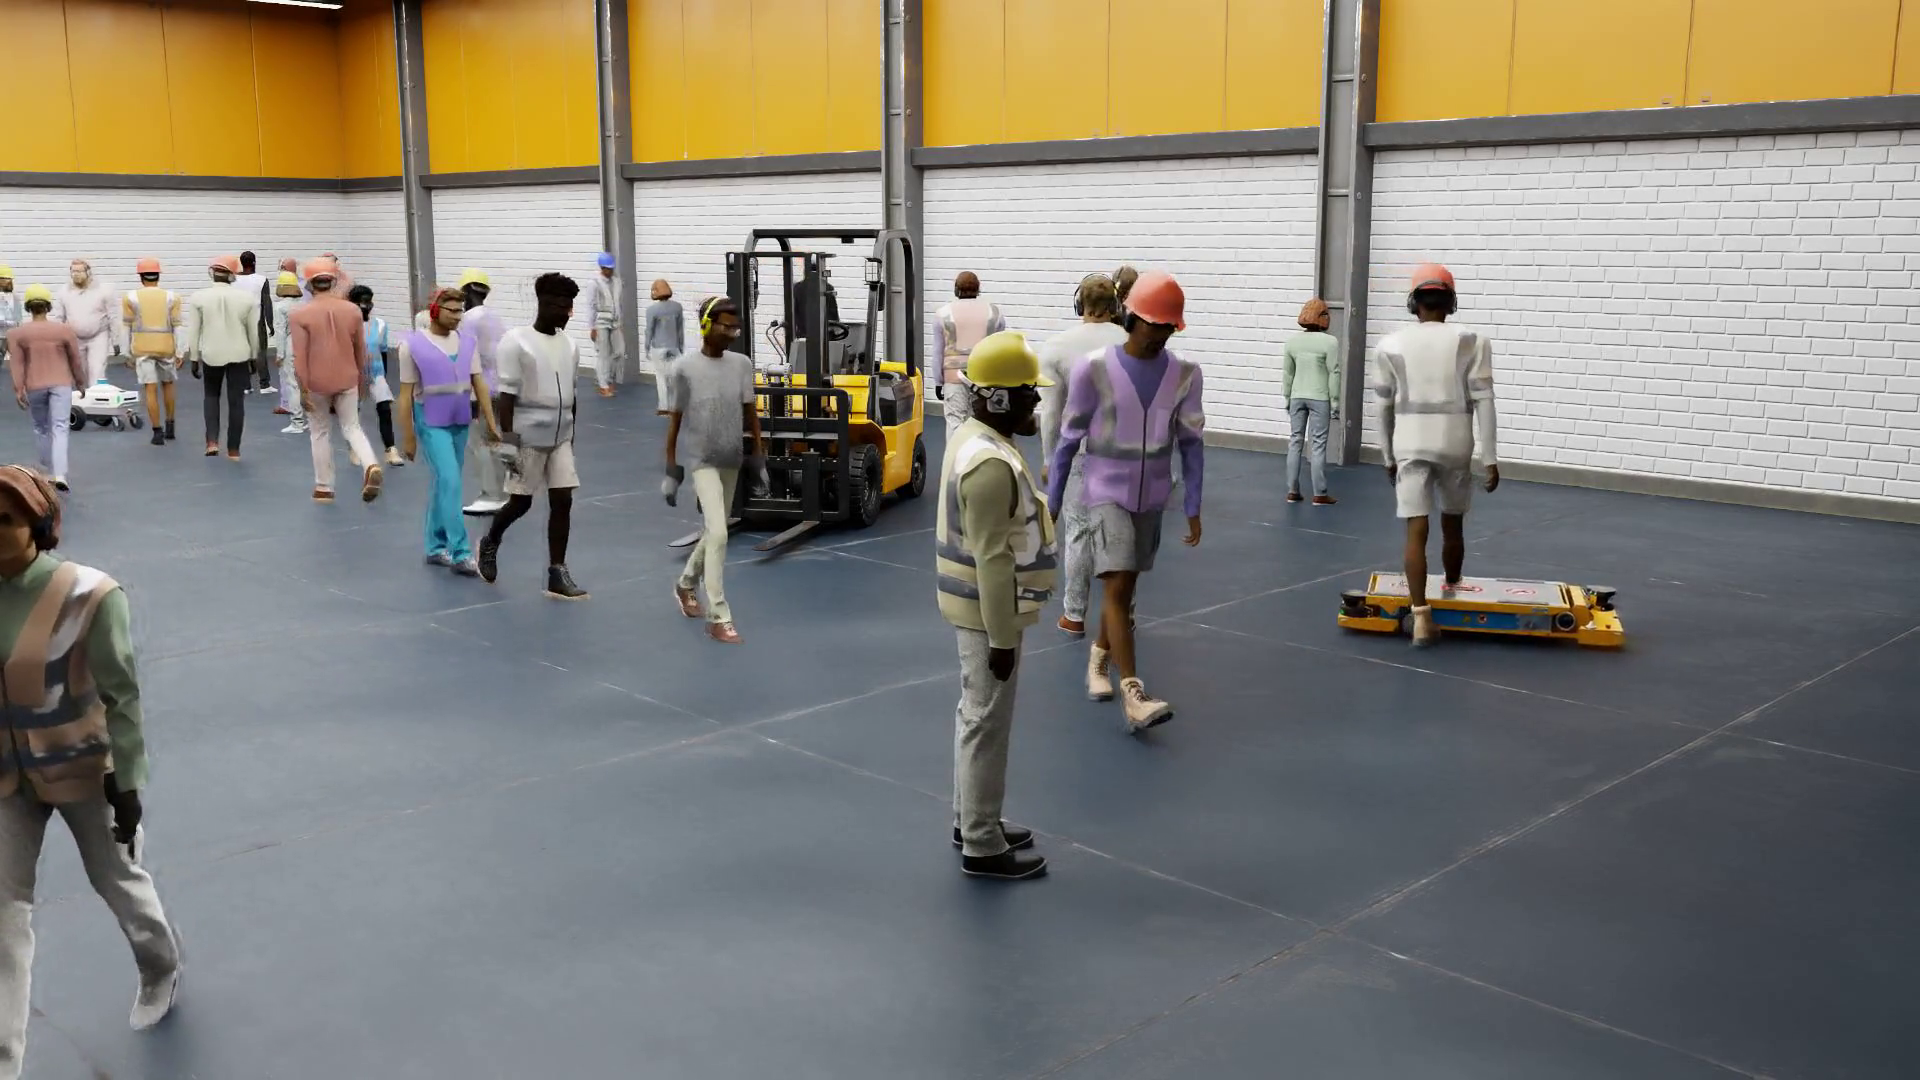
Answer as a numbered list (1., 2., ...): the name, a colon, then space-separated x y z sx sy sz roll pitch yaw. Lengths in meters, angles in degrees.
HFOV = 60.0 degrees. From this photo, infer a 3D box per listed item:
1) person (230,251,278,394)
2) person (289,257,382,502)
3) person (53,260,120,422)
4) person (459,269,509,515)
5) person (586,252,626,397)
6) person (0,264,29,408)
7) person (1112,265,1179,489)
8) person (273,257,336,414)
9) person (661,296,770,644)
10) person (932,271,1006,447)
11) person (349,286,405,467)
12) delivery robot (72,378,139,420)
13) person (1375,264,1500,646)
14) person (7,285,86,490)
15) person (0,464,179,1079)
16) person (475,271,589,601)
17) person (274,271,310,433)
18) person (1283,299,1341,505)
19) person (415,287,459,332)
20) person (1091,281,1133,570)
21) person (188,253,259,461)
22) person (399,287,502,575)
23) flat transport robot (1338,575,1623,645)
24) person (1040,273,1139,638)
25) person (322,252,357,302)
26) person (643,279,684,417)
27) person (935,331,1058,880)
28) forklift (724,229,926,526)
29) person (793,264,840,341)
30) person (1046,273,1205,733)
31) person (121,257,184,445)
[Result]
1. person: -9.566 -2.928 22.446 0.600 1.917 0.376 0 10 1
2. person: -4.937 -1.247 13.175 0.616 1.970 0.803 -9 14 -41
3. person: -10.194 -2.339 19.432 0.663 1.856 1.005 -1 10 -6
4. person: -3.703 -1.146 12.850 0.433 1.873 0.722 1 10 7
5. person: -4.643 -2.836 21.961 0.512 1.914 0.620 8 13 36
6. person: -11.780 -2.489 20.438 0.922 1.801 0.581 3 11 16
7. person: 1.372 -1.214 13.187 0.895 1.909 0.638 7 13 34
8. person: -7.837 -2.411 19.749 0.836 1.880 0.653 4 11 23
9. person: -1.366 -0.401 9.021 0.565 1.822 0.904 -9 14 -42
10. person: 0.075 -1.356 14.122 0.622 1.835 0.430 -1 10 -7
11. person: -5.405 -1.471 15.159 0.547 1.668 0.751 -9 14 -40
12. delivery robot: -9.424 -1.535 18.315 0.707 0.478 0.477 3 11 15
13. person: 2.559 -0.472 8.916 0.681 1.963 1.080 4 11 19
14. person: -7.707 -1.288 14.054 0.526 1.724 0.911 -4 11 -20
15. person: -2.264 0.585 4.180 0.531 1.595 0.865 0 10 -1
16. person: -2.534 -0.620 9.870 0.828 1.922 0.658 8 13 37
17. person: -7.235 -2.035 18.055 0.320 1.742 0.492 5 11 24
18. person: 2.794 -1.094 13.217 0.497 1.634 0.278 9 14 42
19. person: -5.860 -2.063 18.698 0.511 1.564 0.927 -4 11 -22
20. person: 0.941 -0.713 10.592 0.356 1.851 0.526 1 10 5
21. person: -7.003 -1.736 15.841 0.620 1.957 0.607 -5 11 -24
22. person: -3.176 -0.681 10.520 0.823 1.803 0.556 6 12 28
23. flat transport robot: 2.804 0.359 9.017 1.431 0.197 0.652 3 11 16
24. person: 0.727 -0.437 8.825 0.627 1.934 0.370 -1 10 -5
25. person: -8.430 -2.909 22.376 0.652 1.906 0.403 -3 11 -18
26. person: -3.468 -2.254 19.543 0.528 1.620 0.371 -9 14 -40
27. person: 0.121 0.223 5.530 0.403 1.827 0.596 -1 10 -3
28. forklift: -1.050 -1.319 12.920 1.214 2.155 2.313 2 11 13
29. person: -1.750 -2.445 19.773 0.622 1.943 1.070 -8 13 -37
30. person: 0.743 -0.176 7.297 0.669 1.964 1.046 -3 11 -16
31. person: -8.329 -1.953 17.166 0.563 1.908 0.819 -7 12 -32
